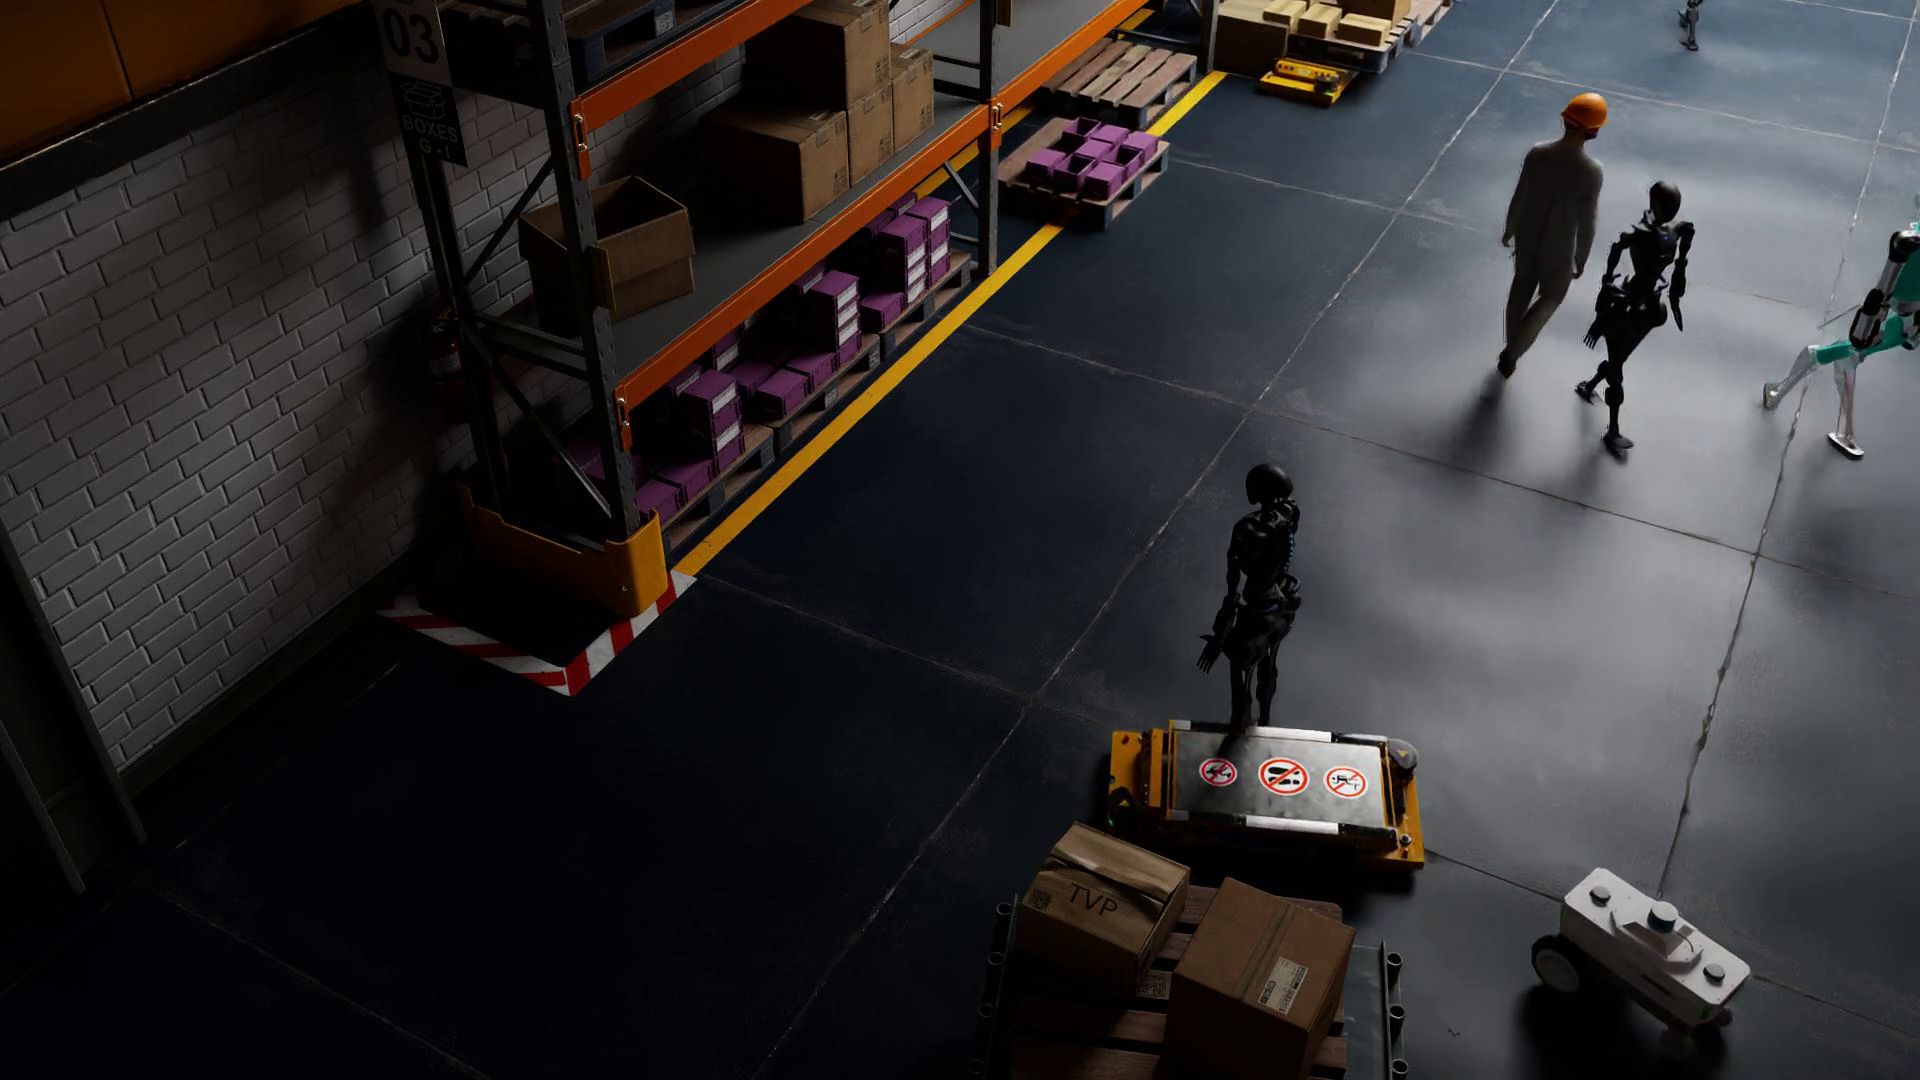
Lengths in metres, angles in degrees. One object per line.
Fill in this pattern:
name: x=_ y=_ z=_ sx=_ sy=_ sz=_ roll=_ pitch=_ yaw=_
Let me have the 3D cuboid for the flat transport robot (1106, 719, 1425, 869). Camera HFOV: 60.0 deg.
flat transport robot: x=1.412 y=1.175 z=7.751 sx=1.431 sy=0.231 sz=0.659 roll=4 pitch=39 yaw=5

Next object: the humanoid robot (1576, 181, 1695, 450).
humanoid robot: x=4.030 y=-1.370 z=9.847 sx=0.615 sy=1.626 sz=0.775 roll=-10 pitch=40 yaw=-12

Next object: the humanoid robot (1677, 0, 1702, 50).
humanoid robot: x=6.576 y=-5.235 z=14.667 sx=0.593 sy=1.627 sz=0.763 roll=-2 pitch=39 yaw=-3

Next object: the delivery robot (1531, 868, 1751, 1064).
delivery robot: x=2.826 y=1.713 z=6.838 sx=0.499 sy=0.580 sz=0.756 roll=-28 pitch=46 yaw=-30

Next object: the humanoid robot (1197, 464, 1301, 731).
humanoid robot: x=1.350 y=0.350 z=7.644 sx=0.315 sy=1.657 sz=0.599 roll=29 pitch=47 yaw=31

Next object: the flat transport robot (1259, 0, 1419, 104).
flat transport robot: x=3.175 y=-4.187 z=14.453 sx=0.659 sy=0.231 sz=1.431 roll=20 pitch=43 yaw=23

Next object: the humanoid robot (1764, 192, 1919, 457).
humanoid robot: x=5.253 y=-1.352 z=9.771 sx=0.554 sy=1.817 sz=0.899 roll=-12 pitch=40 yaw=-14

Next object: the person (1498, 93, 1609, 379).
person: x=3.578 y=-1.835 z=10.238 sx=0.596 sy=1.875 sz=0.612 roll=31 pitch=48 yaw=33
